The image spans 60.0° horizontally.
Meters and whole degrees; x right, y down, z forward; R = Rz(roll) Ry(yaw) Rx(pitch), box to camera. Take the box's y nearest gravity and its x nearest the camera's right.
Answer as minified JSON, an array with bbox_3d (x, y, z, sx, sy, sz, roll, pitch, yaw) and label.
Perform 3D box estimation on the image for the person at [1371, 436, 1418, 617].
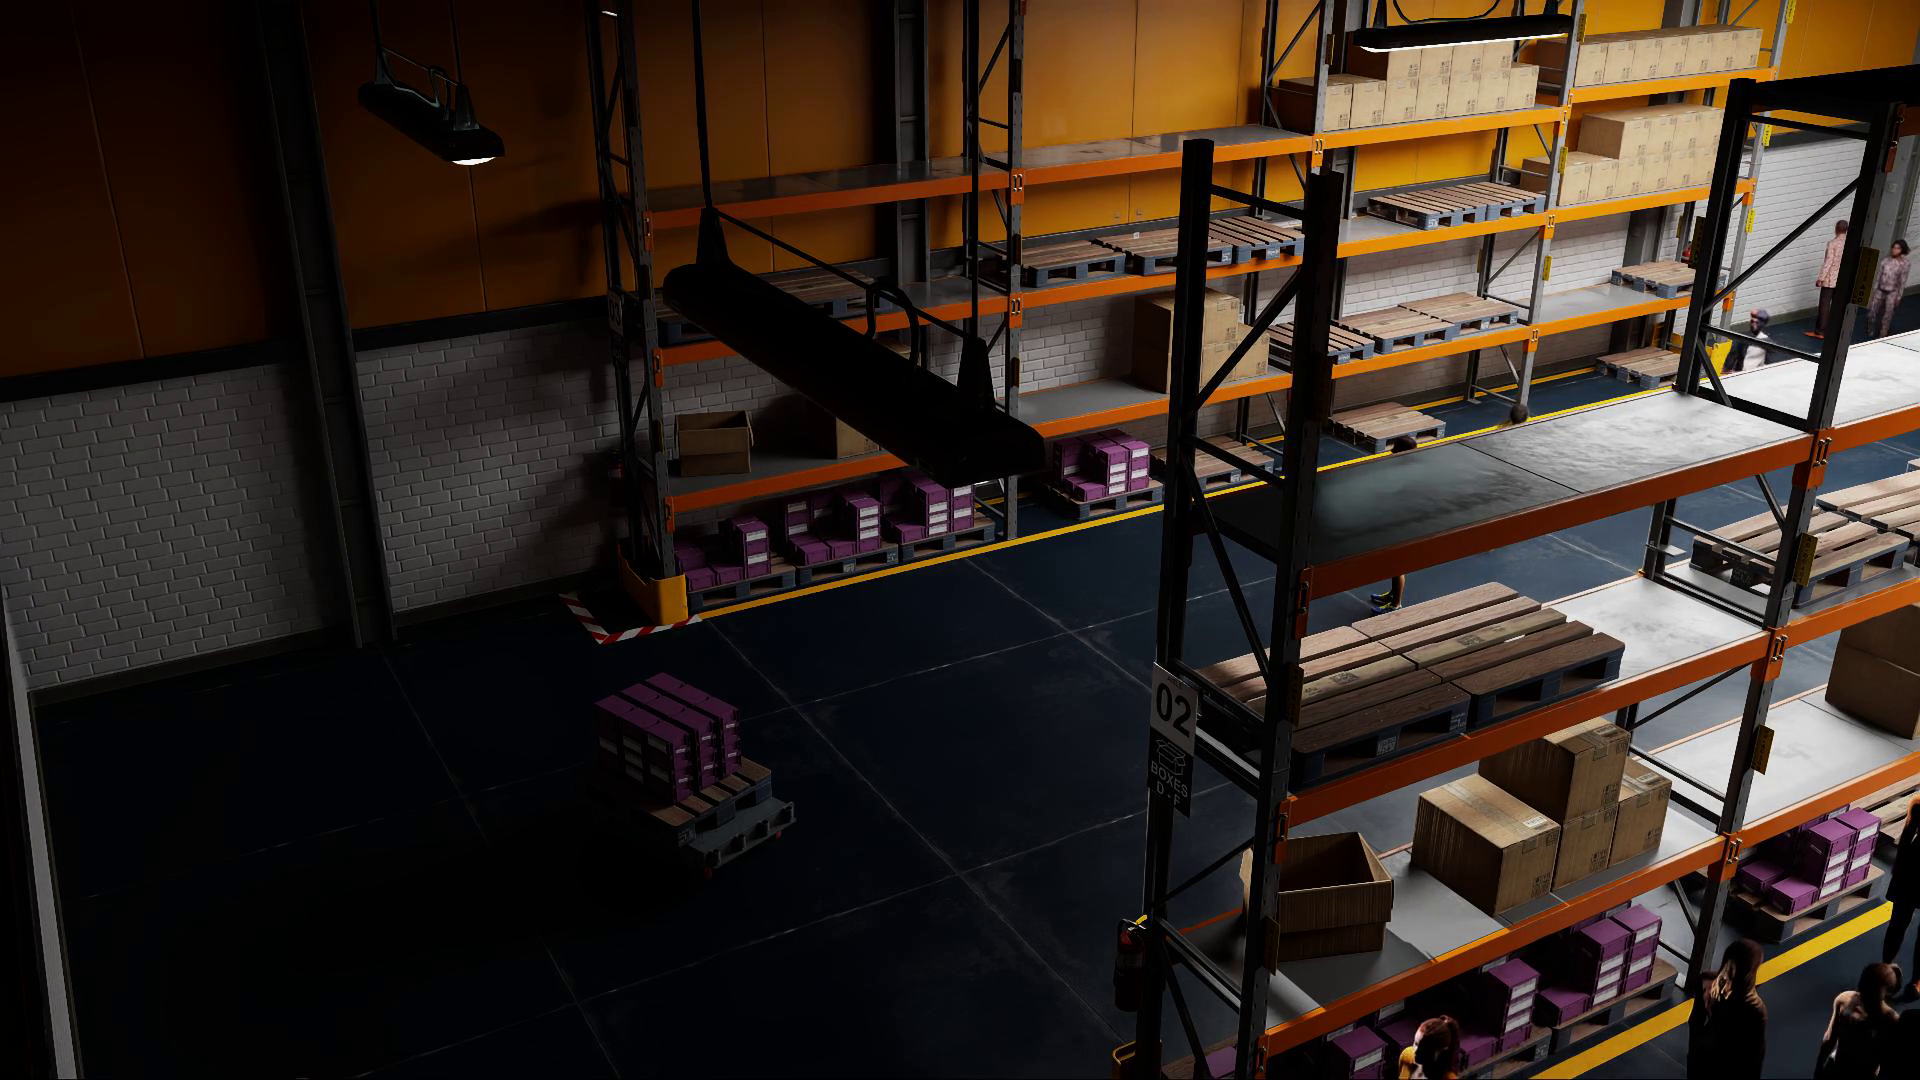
[{"bbox_3d":[4.376,-0.148,16.544,0.759,1.869,0.699,6,24,14],"label":"person"}]

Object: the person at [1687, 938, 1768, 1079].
[{"bbox_3d":[4.345,3.011,9.522,0.491,1.706,0.600,-13,27,-28],"label":"person"}]

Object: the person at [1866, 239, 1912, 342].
[{"bbox_3d":[13.816,-3.625,24.705,0.715,1.704,0.651,-19,30,-37],"label":"person"}]

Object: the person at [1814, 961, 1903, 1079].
[{"bbox_3d":[5.094,3.059,9.430,0.696,1.692,0.632,-20,31,-38],"label":"person"}]

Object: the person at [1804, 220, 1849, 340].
[{"bbox_3d":[13.352,-3.981,25.389,0.597,1.810,0.786,-8,25,-17],"label":"person"}]

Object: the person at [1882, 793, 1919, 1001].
[{"bbox_3d":[6.427,2.264,11.072,0.651,1.834,0.644,17,29,34],"label":"person"}]

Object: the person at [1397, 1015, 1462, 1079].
[{"bbox_3d":[2.528,3.248,8.939,0.830,1.740,0.613,-15,28,-31],"label":"person"}]

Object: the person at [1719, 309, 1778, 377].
[{"bbox_3d":[9.848,-1.957,20.701,0.999,1.855,0.682,-12,26,-26],"label":"person"}]
